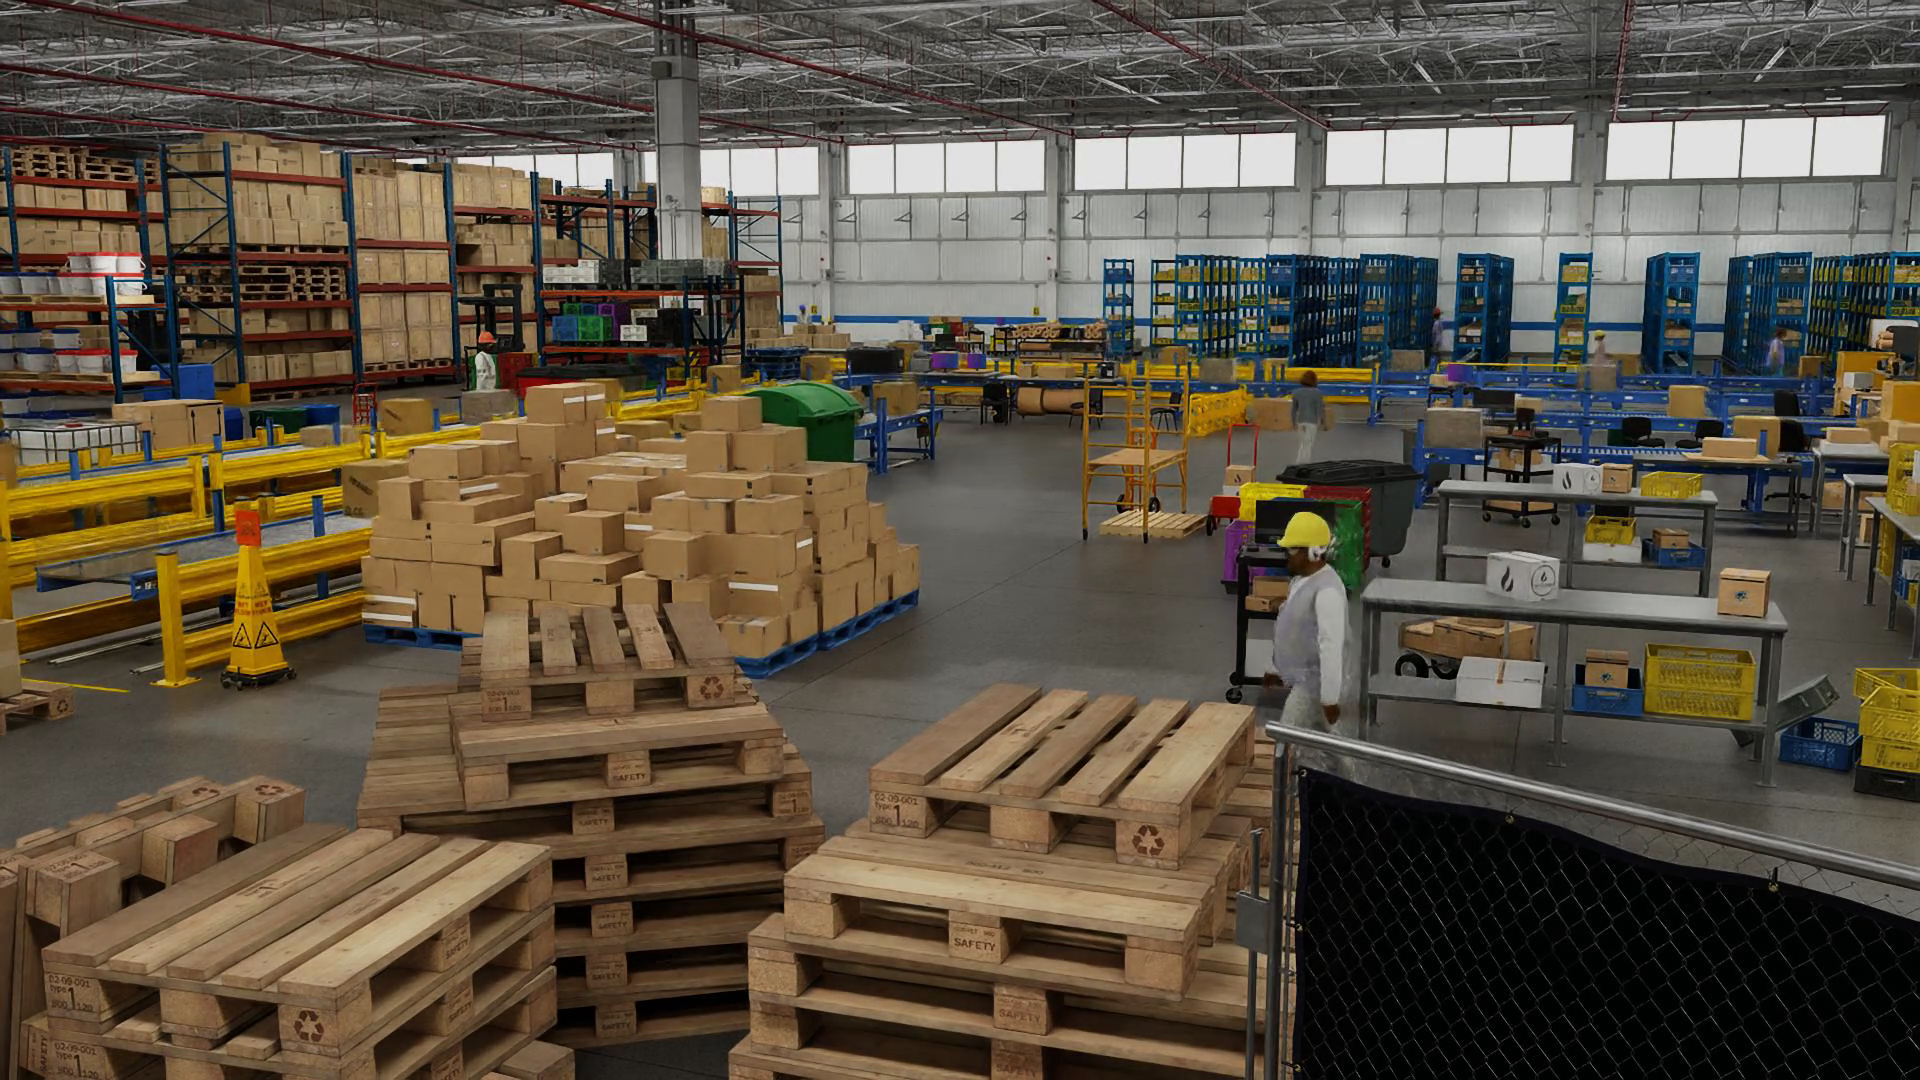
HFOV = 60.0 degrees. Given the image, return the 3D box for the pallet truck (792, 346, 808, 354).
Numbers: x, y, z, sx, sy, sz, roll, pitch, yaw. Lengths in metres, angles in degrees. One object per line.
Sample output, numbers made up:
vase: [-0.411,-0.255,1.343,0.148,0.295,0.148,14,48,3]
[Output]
pallet truck: [-3.705,-4.298,42.022,0.653,1.274,1.630,3,10,20]

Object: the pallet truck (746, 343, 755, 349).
pallet truck: [-6.183,-4.618,44.264,1.601,1.201,0.680,-9,12,-43]

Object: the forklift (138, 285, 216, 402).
forklift: [-17.480,-4.200,36.461,1.873,2.768,1.129,3,10,19]

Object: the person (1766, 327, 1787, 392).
person: [19.057,-4.050,38.789,0.451,1.830,0.603,5,11,31]

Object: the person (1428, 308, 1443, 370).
person: [14.644,-6.138,51.296,0.480,2.026,0.646,4,10,24]

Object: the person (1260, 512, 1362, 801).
person: [1.788,0.732,8.898,0.913,1.781,0.608,0,9,3]

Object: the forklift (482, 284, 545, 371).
forklift: [-10.832,-4.702,39.610,1.129,2.768,1.873,3,10,20]

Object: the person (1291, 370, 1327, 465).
person: [5.242,-1.739,24.968,0.437,1.620,0.506,-8,12,-42]

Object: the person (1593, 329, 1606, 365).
person: [15.300,-4.138,39.630,0.678,1.748,0.528,6,11,32]

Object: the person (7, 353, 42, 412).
person: [-17.784,-2.866,31.670,0.548,1.719,0.903,-2,9,-12]

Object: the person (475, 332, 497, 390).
person: [-8.275,-2.622,29.178,0.378,2.044,0.607,0,9,-3]

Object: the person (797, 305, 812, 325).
person: [-6.012,-8.178,64.537,0.637,1.906,0.920,1,9,9]

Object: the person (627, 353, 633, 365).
person: [-10.612,-6.261,52.961,0.542,1.731,0.784,3,10,20]

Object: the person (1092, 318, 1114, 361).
person: [3.902,-5.159,45.694,0.999,1.858,0.638,6,11,34]
